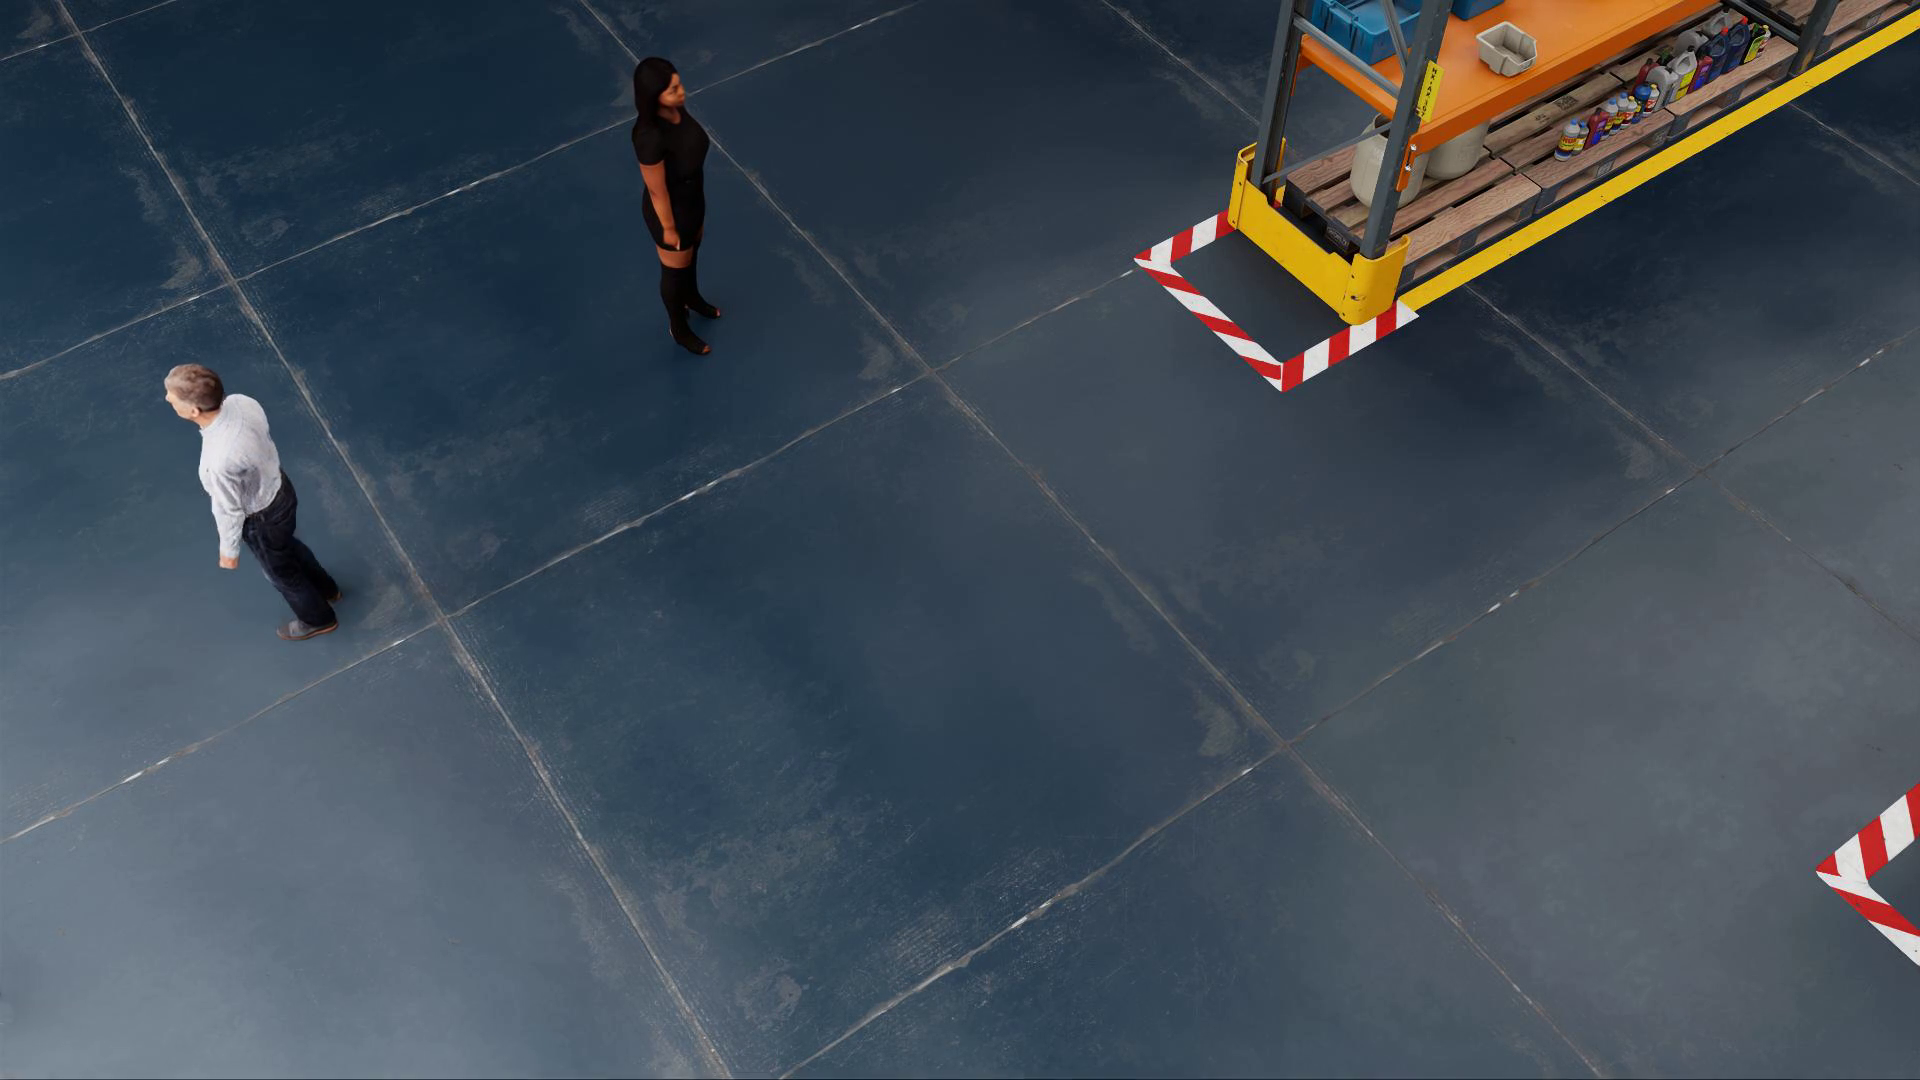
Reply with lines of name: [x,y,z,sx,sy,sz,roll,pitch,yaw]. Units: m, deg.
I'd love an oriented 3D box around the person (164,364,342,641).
person: [-3.177,-0.146,7.694,0.755,1.814,0.763,-7,53,-5]

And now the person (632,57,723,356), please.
person: [-1.531,-1.797,8.946,0.809,1.855,0.750,8,53,6]
